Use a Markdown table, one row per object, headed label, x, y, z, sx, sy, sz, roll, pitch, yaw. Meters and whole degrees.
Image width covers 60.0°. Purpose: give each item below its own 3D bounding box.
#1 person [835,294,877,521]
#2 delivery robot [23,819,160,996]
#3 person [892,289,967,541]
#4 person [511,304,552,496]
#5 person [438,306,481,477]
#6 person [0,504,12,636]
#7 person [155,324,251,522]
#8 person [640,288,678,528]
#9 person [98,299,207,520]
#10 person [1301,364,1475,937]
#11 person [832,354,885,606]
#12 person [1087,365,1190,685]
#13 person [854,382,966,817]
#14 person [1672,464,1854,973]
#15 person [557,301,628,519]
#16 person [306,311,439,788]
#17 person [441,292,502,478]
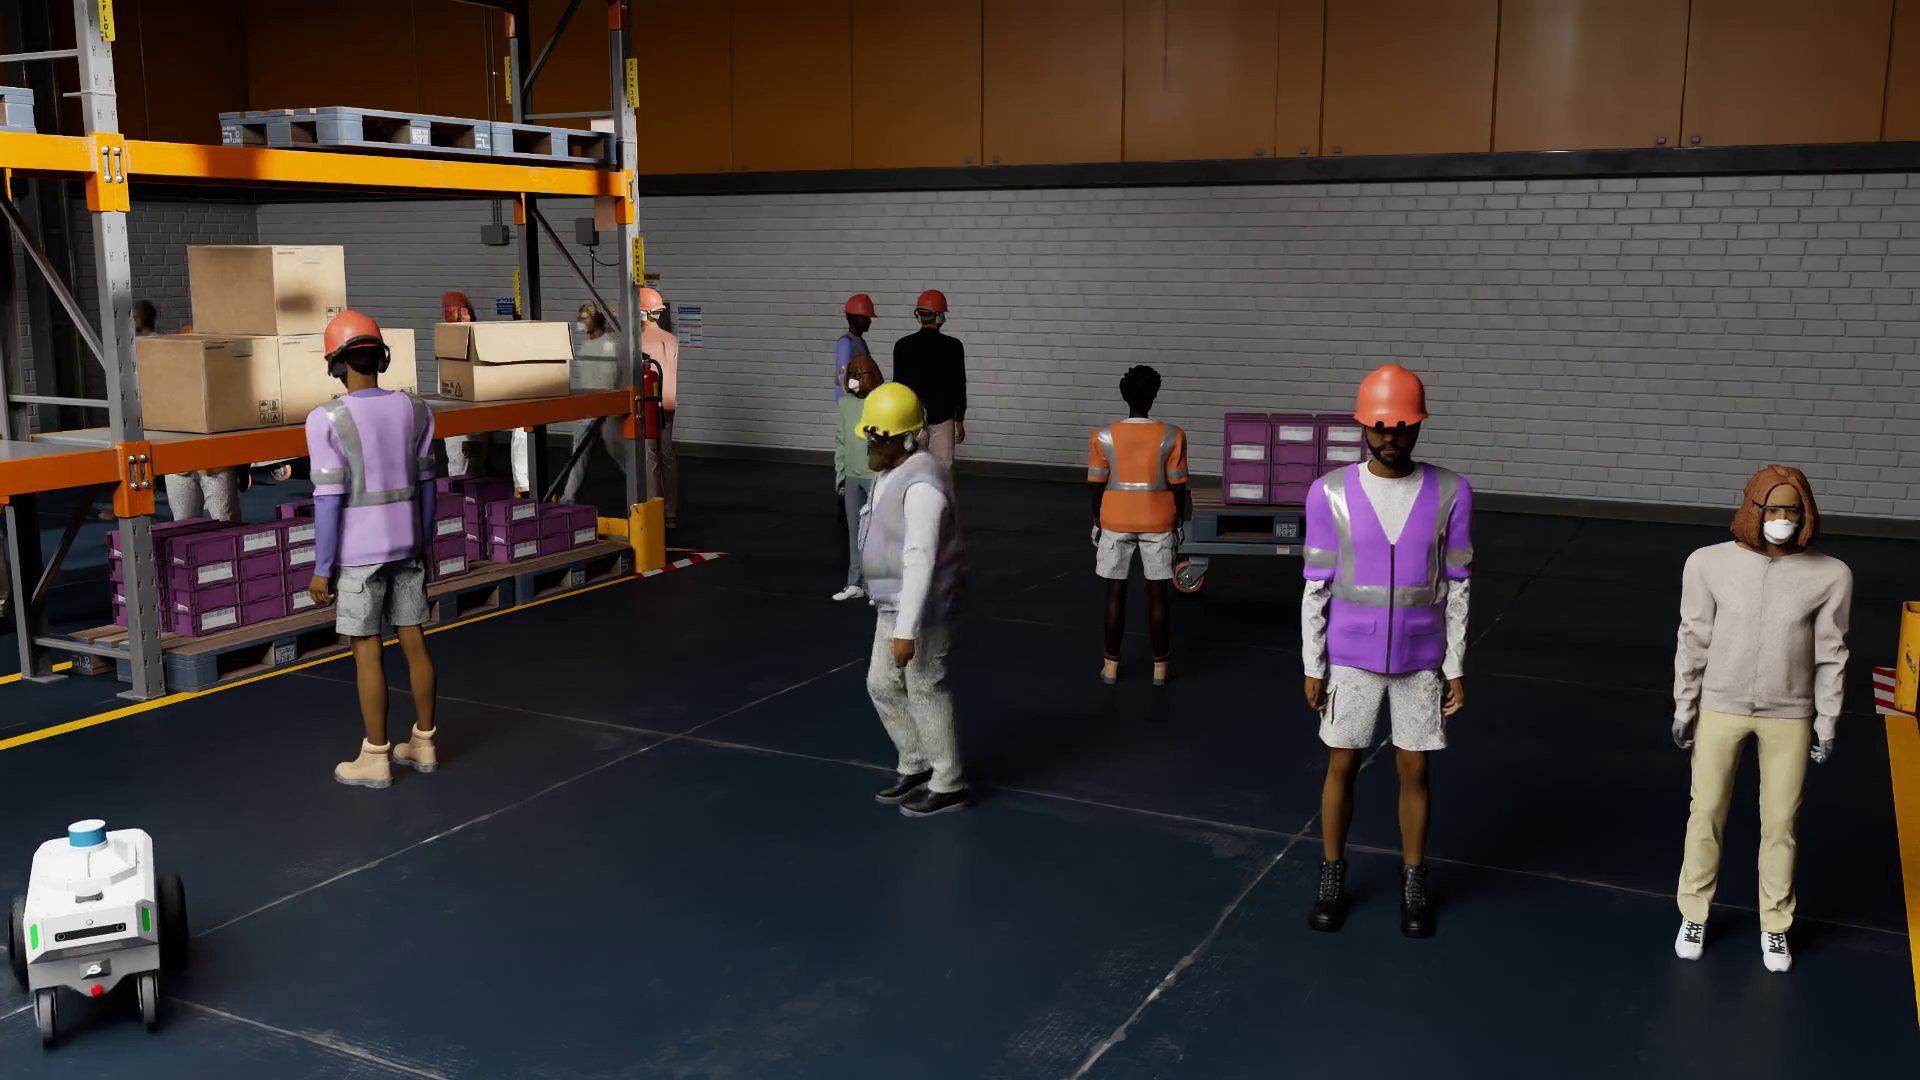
| label | x | y | z | sx | sy | sz | roll | pitch | yaw |
| --- | --- | --- | --- | --- | --- | --- | --- | --- | --- |
| person | -0.872 | -1.126 | 14.201 | 0.373 | 1.933 | 0.550 | 2 | 10 | 11 |
| delivery robot | -2.634 | 1.096 | 5.057 | 0.477 | 0.478 | 0.707 | -5 | 11 | -26 |
| person | -0.230 | -0.964 | 13.083 | 0.612 | 1.995 | 0.393 | 4 | 11 | 22 |
| person | -4.051 | -1.328 | 15.638 | 0.429 | 1.842 | 0.634 | 2 | 10 | 11 |
| person | -3.742 | -0.806 | 12.497 | 0.342 | 1.882 | 0.579 | -4 | 11 | -22 |
| person | -5.932 | -0.326 | 9.869 | 0.589 | 1.832 | 0.404 | 0 | 10 | -1 |
| person | -4.861 | -0.463 | 10.666 | 0.626 | 1.836 | 0.428 | -1 | 10 | -3 |
| person | -2.528 | -1.056 | 13.616 | 0.375 | 1.997 | 0.612 | 4 | 11 | 22 |
| person | -6.972 | -1.145 | 14.462 | 1.022 | 1.896 | 0.634 | -7 | 12 | -34 |
| person | 1.406 | 0.383 | 5.505 | 0.547 | 1.930 | 0.409 | 2 | 10 | 10 |
| person | -0.613 | -0.392 | 10.818 | 0.502 | 1.632 | 0.277 | 7 | 12 | 36 |
| person | 0.940 | -0.071 | 8.784 | 0.537 | 1.696 | 0.318 | 1 | 10 | 8 |
| person | -0.195 | 0.259 | 6.609 | 0.526 | 1.786 | 0.619 | -3 | 10 | -18 |
| person | 2.539 | 0.565 | 5.309 | 0.497 | 1.629 | 0.277 | 4 | 11 | 21 |
| person | -3.027 | -1.041 | 13.861 | 1.024 | 1.885 | 0.633 | -8 | 13 | -39 |
| person | -2.525 | 0.044 | 7.136 | 0.392 | 2.035 | 0.605 | 7 | 12 | 34 |
| person | -4.904 | -1.528 | 16.684 | 0.667 | 1.889 | 0.392 | -5 | 11 | -26 |
